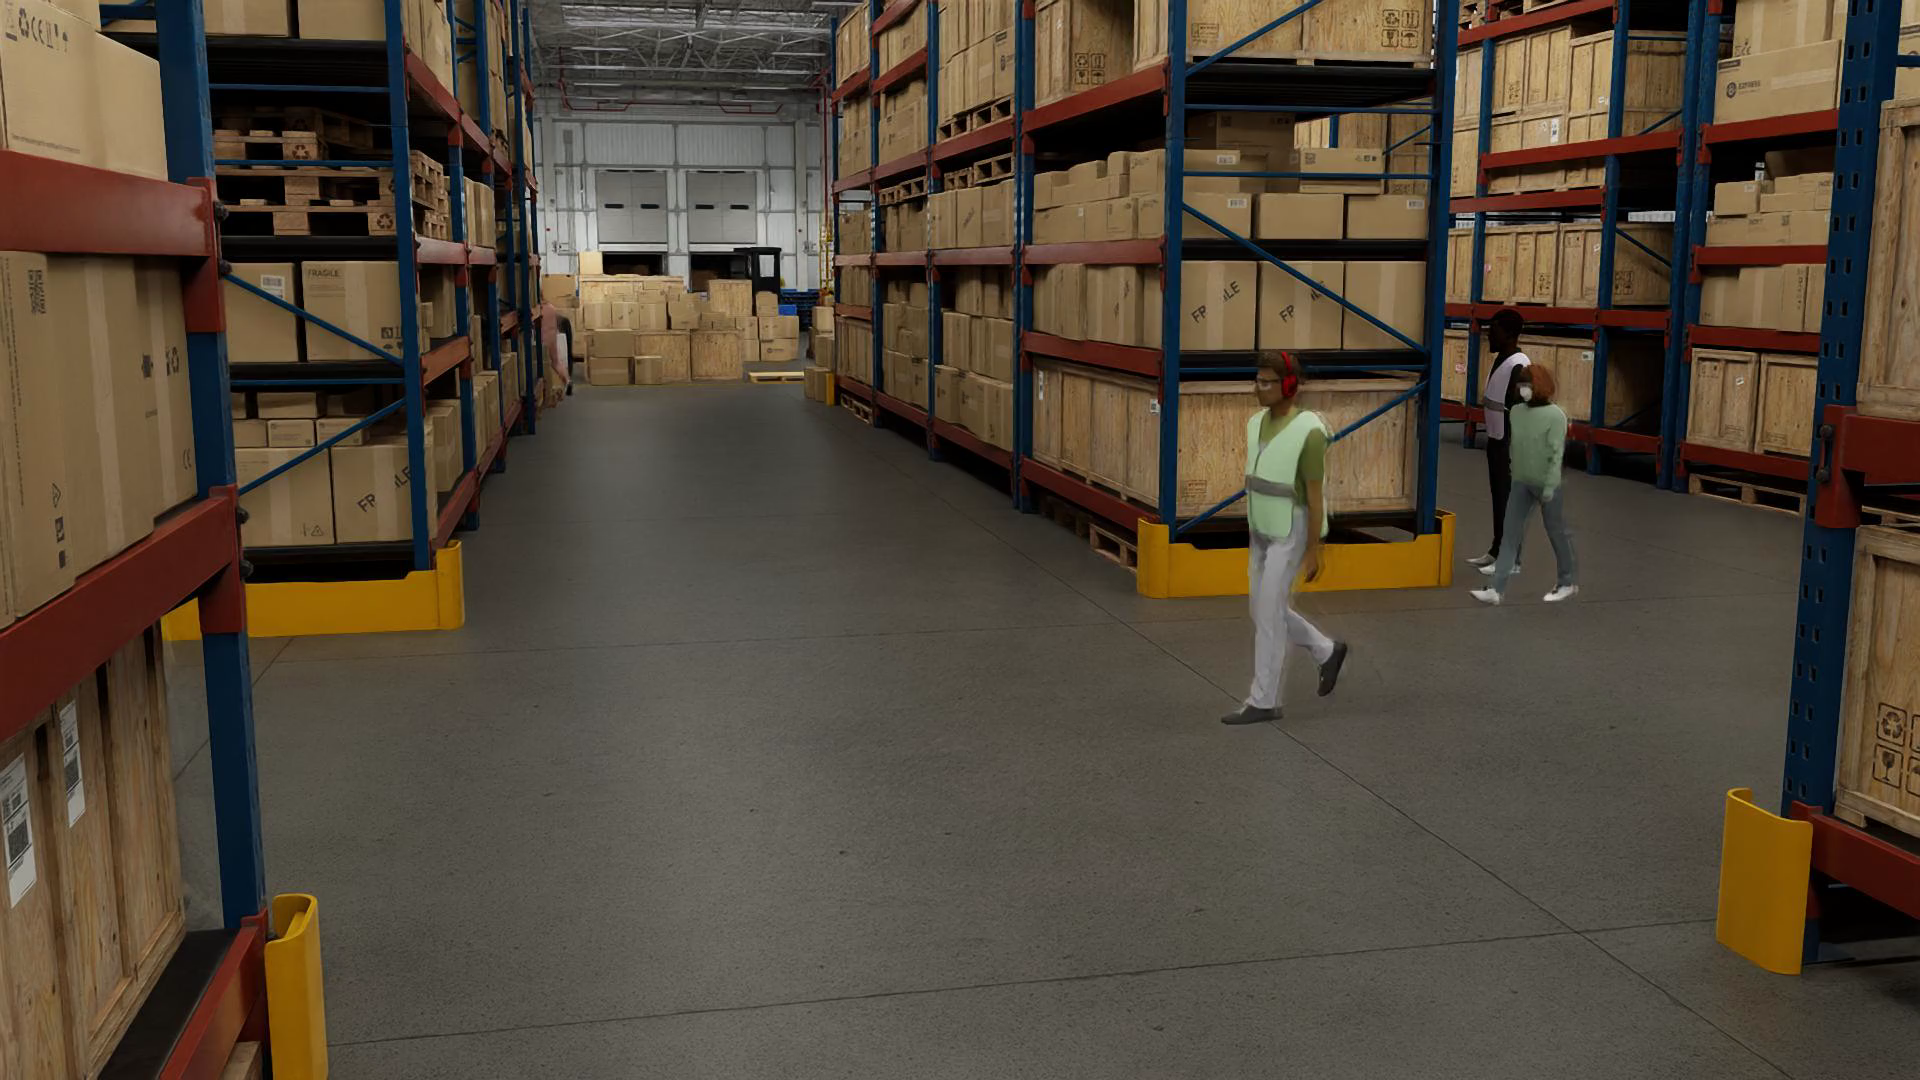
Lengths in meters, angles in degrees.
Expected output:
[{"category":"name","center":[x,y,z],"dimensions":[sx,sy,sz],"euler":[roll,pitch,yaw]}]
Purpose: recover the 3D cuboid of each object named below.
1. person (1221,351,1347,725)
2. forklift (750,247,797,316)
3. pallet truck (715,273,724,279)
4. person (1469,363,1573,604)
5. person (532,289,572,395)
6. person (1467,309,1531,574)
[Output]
[{"category":"person","center":[1.620,-0.017,8.155],"dimensions":[0.718,1.826,0.569],"euler":[-4,10,-22]},{"category":"forklift","center":[-5.884,-7.530,50.722],"dimensions":[1.129,2.768,1.873],"euler":[-7,12,-38]},{"category":"pallet truck","center":[-8.580,-8.986,62.280],"dimensions":[1.885,1.965,0.823],"euler":[1,9,5]},{"category":"person","center":[3.759,-0.357,10.895],"dimensions":[0.843,1.589,0.520],"euler":[-5,11,-27]},{"category":"person","center":[-7.134,-3.402,28.734],"dimensions":[0.841,1.878,0.673],"euler":[5,11,30]},{"category":"person","center":[3.968,-0.711,12.081],"dimensions":[0.390,1.920,0.587],"euler":[1,9,5]}]
